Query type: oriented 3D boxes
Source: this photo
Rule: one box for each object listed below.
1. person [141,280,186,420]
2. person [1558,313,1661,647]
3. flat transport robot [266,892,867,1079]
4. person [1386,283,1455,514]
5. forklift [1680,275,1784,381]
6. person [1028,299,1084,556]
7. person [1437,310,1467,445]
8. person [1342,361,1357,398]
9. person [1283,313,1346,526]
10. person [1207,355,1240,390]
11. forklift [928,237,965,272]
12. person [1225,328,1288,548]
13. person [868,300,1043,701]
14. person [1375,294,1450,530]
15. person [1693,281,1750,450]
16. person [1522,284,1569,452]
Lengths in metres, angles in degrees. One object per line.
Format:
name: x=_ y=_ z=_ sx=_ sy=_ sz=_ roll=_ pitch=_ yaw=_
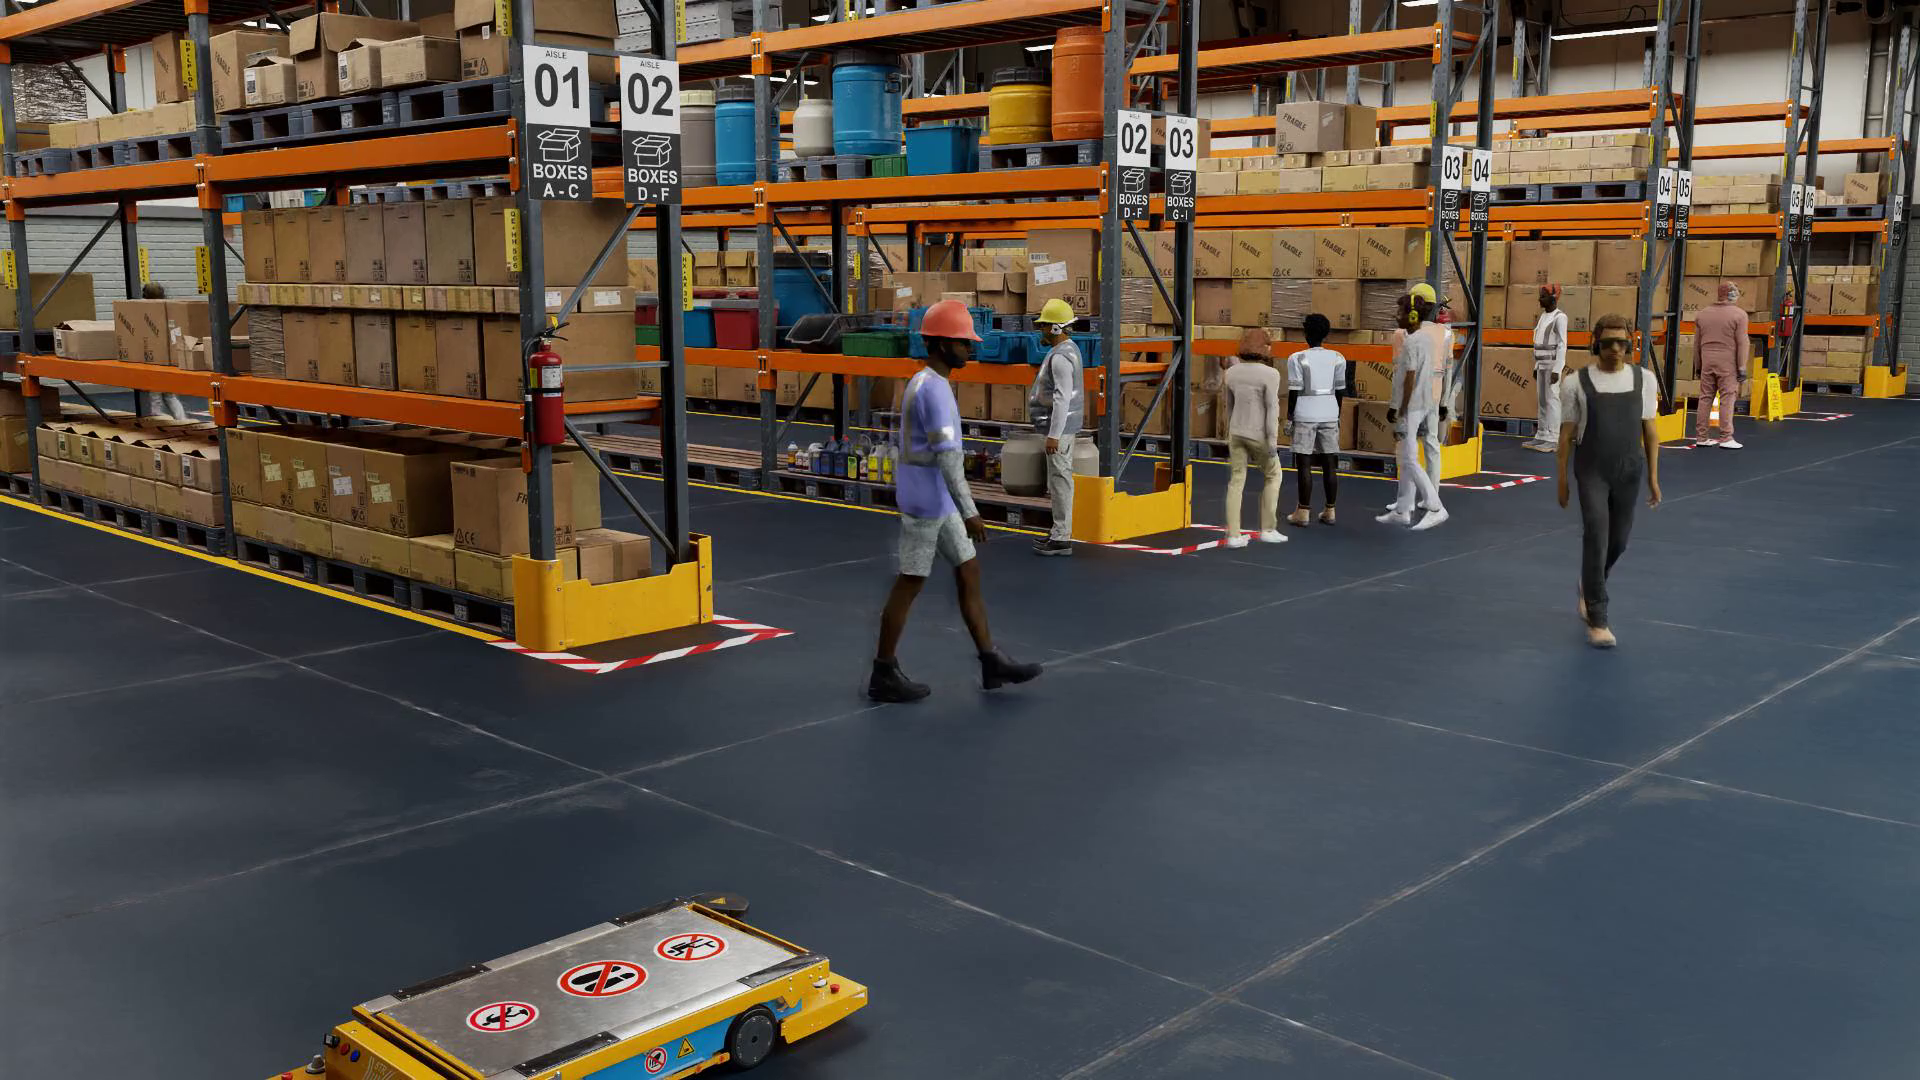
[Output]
person: x=-8.840 y=-1.894 z=18.363 sx=0.468 sy=1.928 sz=0.631 roll=7 pitch=11 yaw=35
person: x=3.608 y=-0.364 z=9.328 sx=0.515 sy=1.816 sz=0.868 roll=0 pitch=9 yaw=2
flat transport robot: x=-0.980 y=1.246 z=4.283 sx=0.652 sy=0.197 sz=1.431 roll=9 pitch=13 yaw=43
person: x=3.862 y=-1.188 z=14.014 sx=0.594 sy=1.926 sz=0.366 roll=-4 pitch=10 yaw=-21
forklift: x=12.480 y=-3.427 z=27.053 sx=1.214 sy=2.155 sz=2.313 roll=9 pitch=13 yaw=43
person: x=0.695 y=-0.819 z=12.040 sx=0.404 sy=1.833 sz=0.590 roll=1 pitch=9 yaw=6
person: x=5.199 y=-1.672 z=17.968 sx=0.524 sy=1.601 sz=0.745 roll=-7 pitch=11 yaw=-35
person: x=4.916 y=-2.363 z=21.260 sx=0.392 sy=1.914 sz=0.588 roll=8 pitch=12 yaw=39
person: x=2.843 y=-0.967 z=13.364 sx=0.540 sy=1.695 sz=0.317 roll=-3 pitch=10 yaw=-20
person: x=3.468 y=-2.363 z=21.096 sx=0.855 sy=1.958 sz=0.665 roll=6 pitch=11 yaw=32
forklift: x=-0.326 y=-5.817 z=39.609 sx=1.129 sy=2.768 sz=1.873 roll=9 pitch=13 yaw=43
person: x=2.201 y=-0.756 z=12.311 sx=0.625 sy=1.611 sz=0.520 roll=-9 pitch=13 yaw=-43
person: x=-0.013 y=-0.173 z=7.899 sx=0.943 sy=1.895 sz=0.554 roll=1 pitch=9 yaw=4
person: x=3.622 y=-1.021 z=13.258 sx=0.666 sy=1.852 sz=0.588 roll=6 pitch=11 yaw=30
person: x=8.752 y=-2.005 z=19.094 sx=0.399 sy=1.904 sz=0.644 roll=-6 pitch=11 yaw=-32
person: x=6.645 y=-1.947 z=18.800 sx=0.356 sy=1.883 sz=0.573 roll=0 pitch=9 yaw=-3
